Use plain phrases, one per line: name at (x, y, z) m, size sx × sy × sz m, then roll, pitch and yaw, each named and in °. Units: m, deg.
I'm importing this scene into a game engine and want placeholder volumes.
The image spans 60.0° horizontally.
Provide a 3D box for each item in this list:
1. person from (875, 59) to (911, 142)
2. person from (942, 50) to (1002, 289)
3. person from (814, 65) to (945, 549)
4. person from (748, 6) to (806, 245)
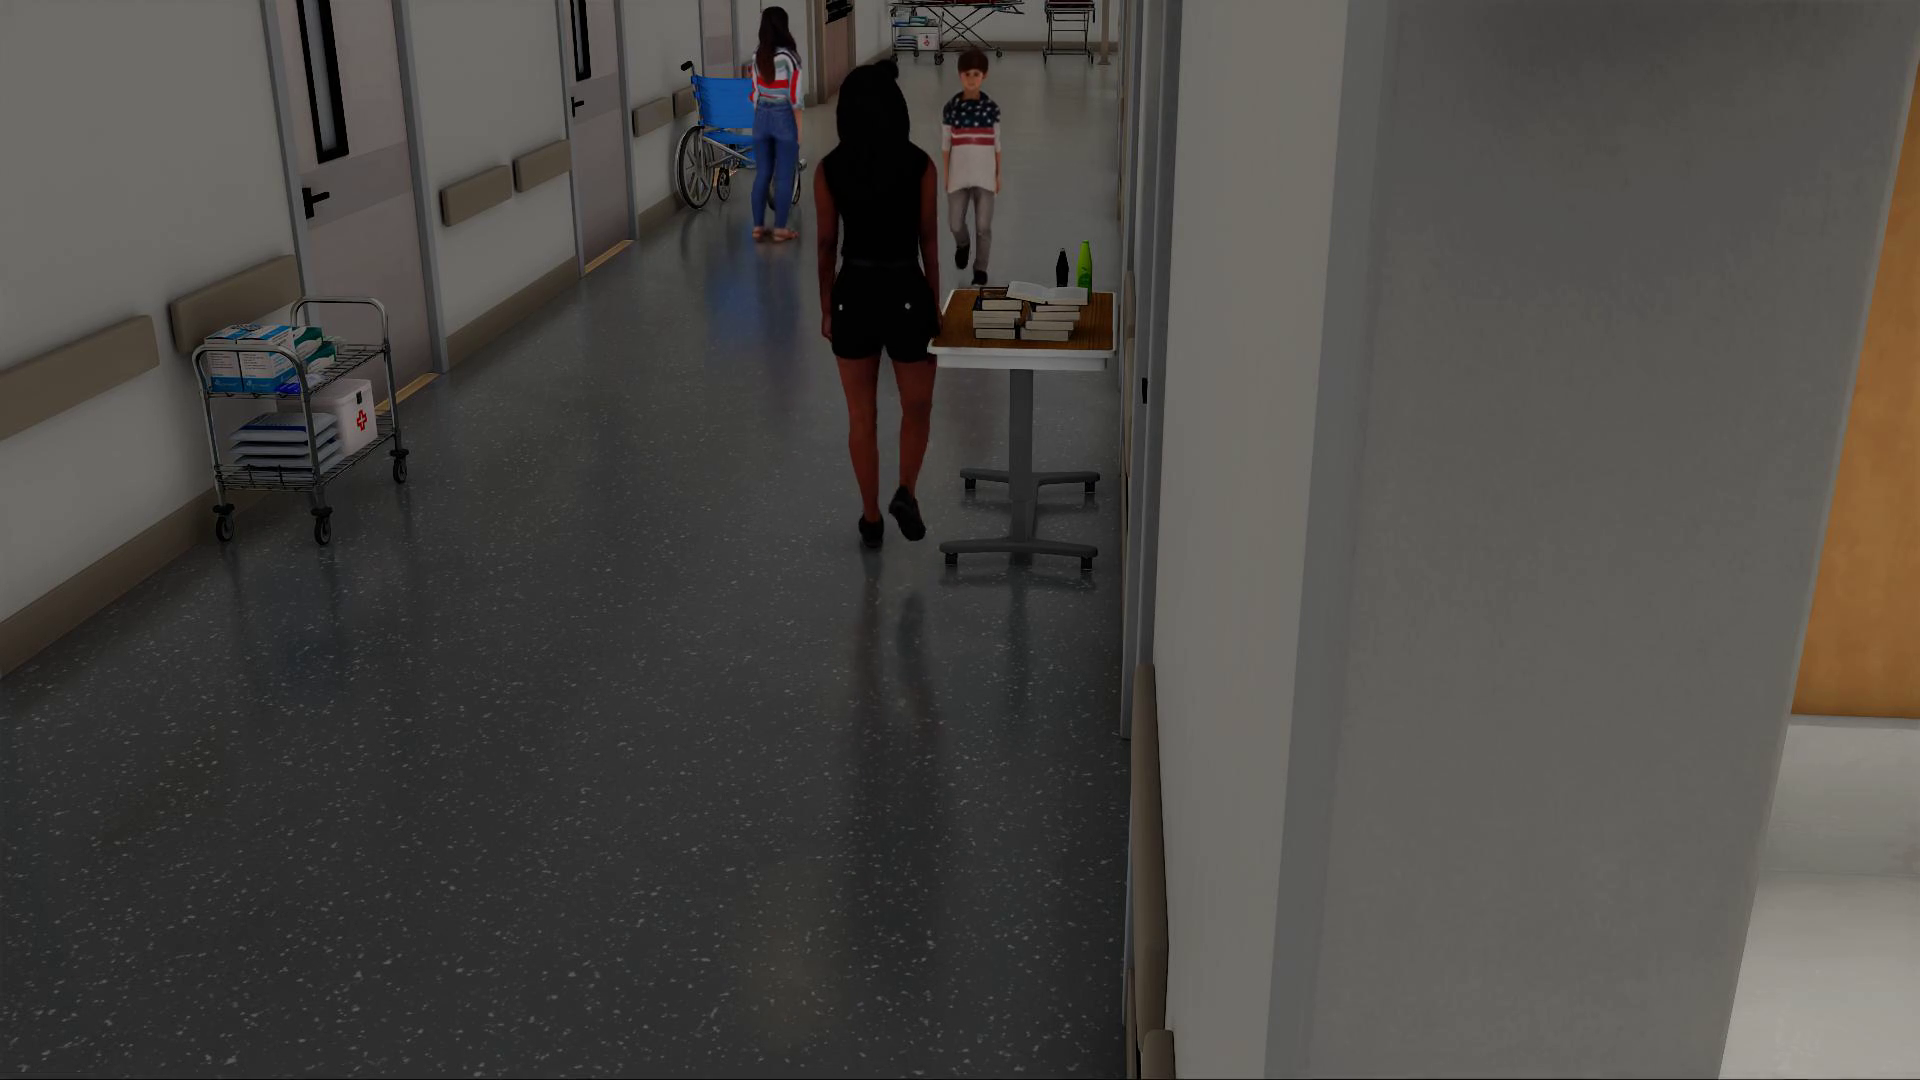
person at (-0.564, -2.890, 12.204) m, size 0.562 × 1.211 × 0.612 m, roll -2°, pitch 21°, yaw -4°
person at (0.083, -2.310, 10.367) m, size 0.514 × 1.427 × 0.748 m, roll 1°, pitch 21°, yaw 4°
person at (-0.269, -0.753, 5.832) m, size 0.658 × 1.728 × 0.842 m, roll -1°, pitch 21°, yaw -2°
person at (-1.318, -2.915, 11.715) m, size 0.660 × 1.605 × 0.645 m, roll 10°, pitch 23°, yaw 24°
